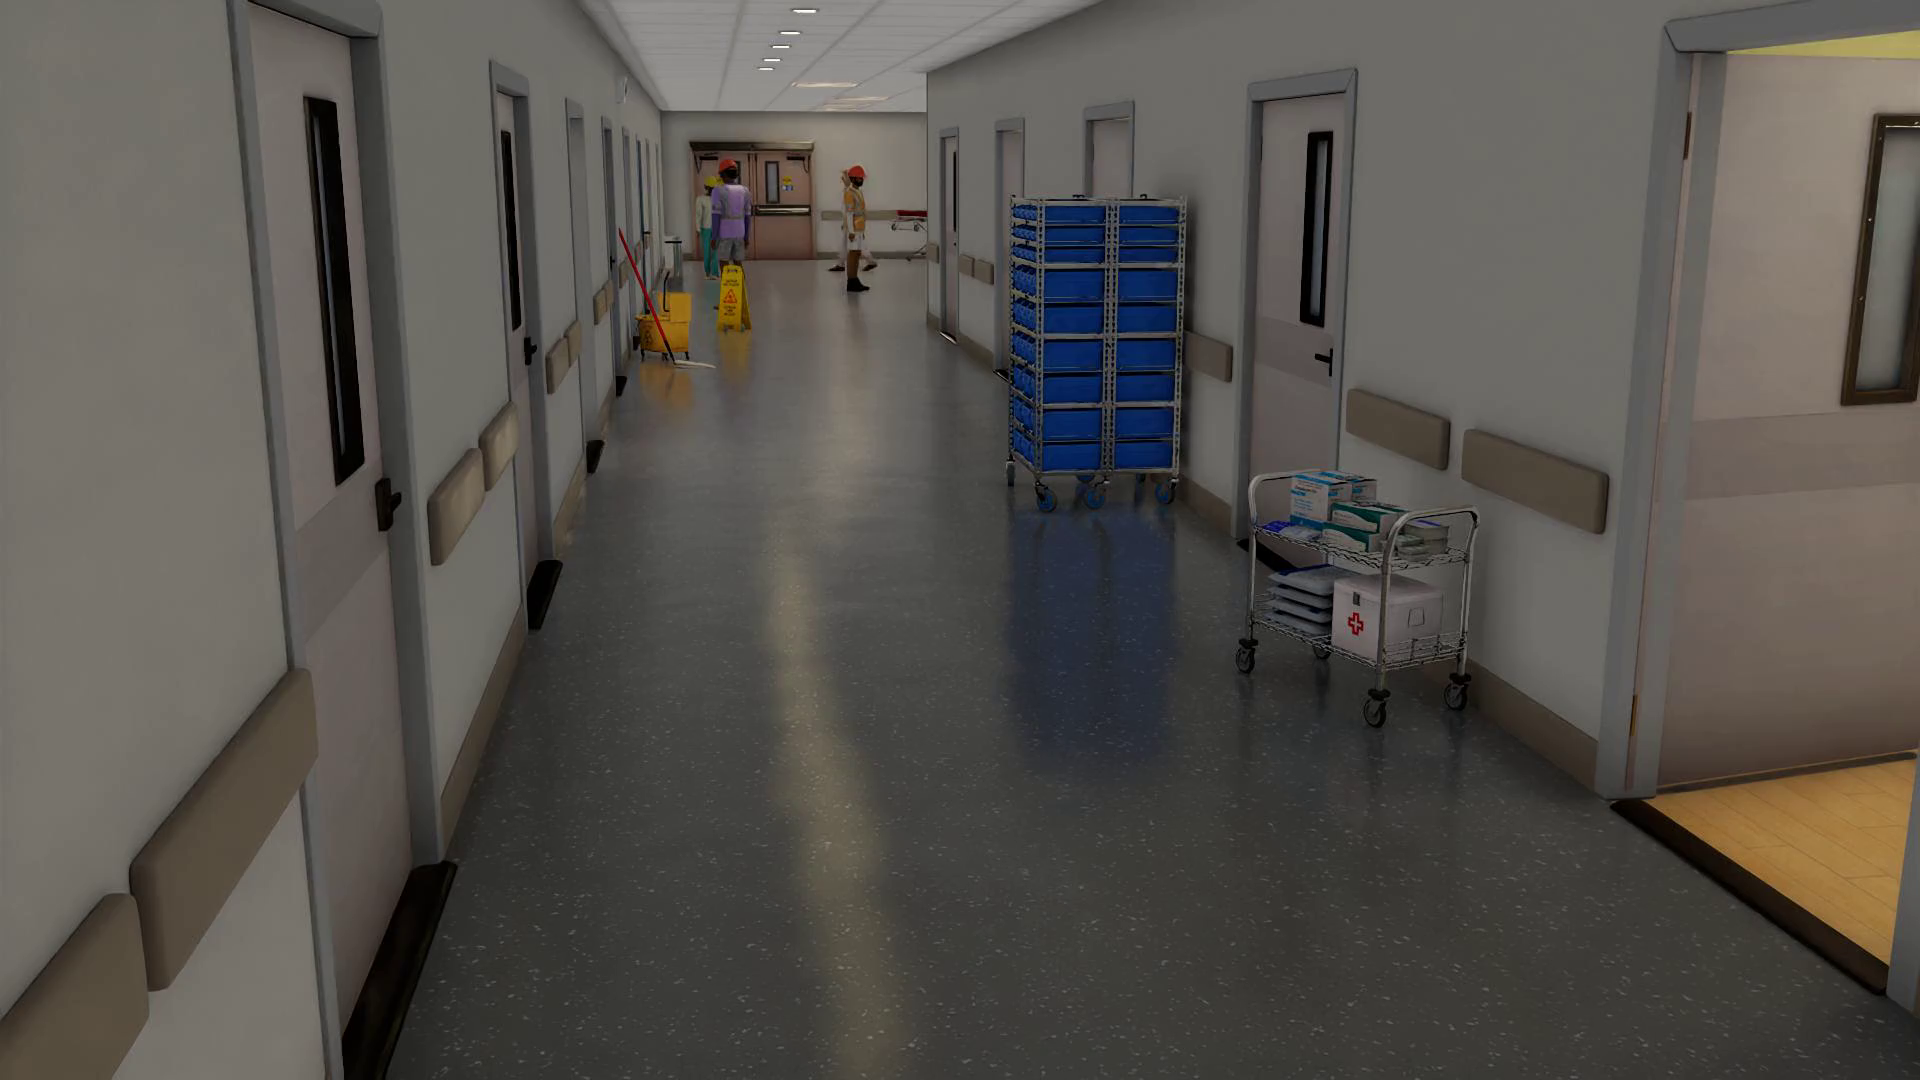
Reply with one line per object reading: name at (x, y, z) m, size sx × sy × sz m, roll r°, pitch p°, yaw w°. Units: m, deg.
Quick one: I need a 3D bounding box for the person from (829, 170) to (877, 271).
person at (-2.007, -5.884, 30.738) m, size 0.874 × 1.872 × 0.689 m, roll -3°, pitch 13°, yaw -12°

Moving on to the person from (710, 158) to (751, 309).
person at (-3.130, -4.149, 22.614) m, size 0.618 × 2.028 × 0.409 m, roll -12°, pitch 17°, yaw -42°

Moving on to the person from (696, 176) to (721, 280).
person at (-4.247, -5.305, 28.351) m, size 0.541 × 1.759 × 0.480 m, roll -7°, pitch 15°, yaw -29°

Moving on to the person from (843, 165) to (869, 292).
person at (-1.599, -4.840, 25.872) m, size 0.359 × 1.936 × 0.552 m, roll 3°, pitch 13°, yaw 15°
